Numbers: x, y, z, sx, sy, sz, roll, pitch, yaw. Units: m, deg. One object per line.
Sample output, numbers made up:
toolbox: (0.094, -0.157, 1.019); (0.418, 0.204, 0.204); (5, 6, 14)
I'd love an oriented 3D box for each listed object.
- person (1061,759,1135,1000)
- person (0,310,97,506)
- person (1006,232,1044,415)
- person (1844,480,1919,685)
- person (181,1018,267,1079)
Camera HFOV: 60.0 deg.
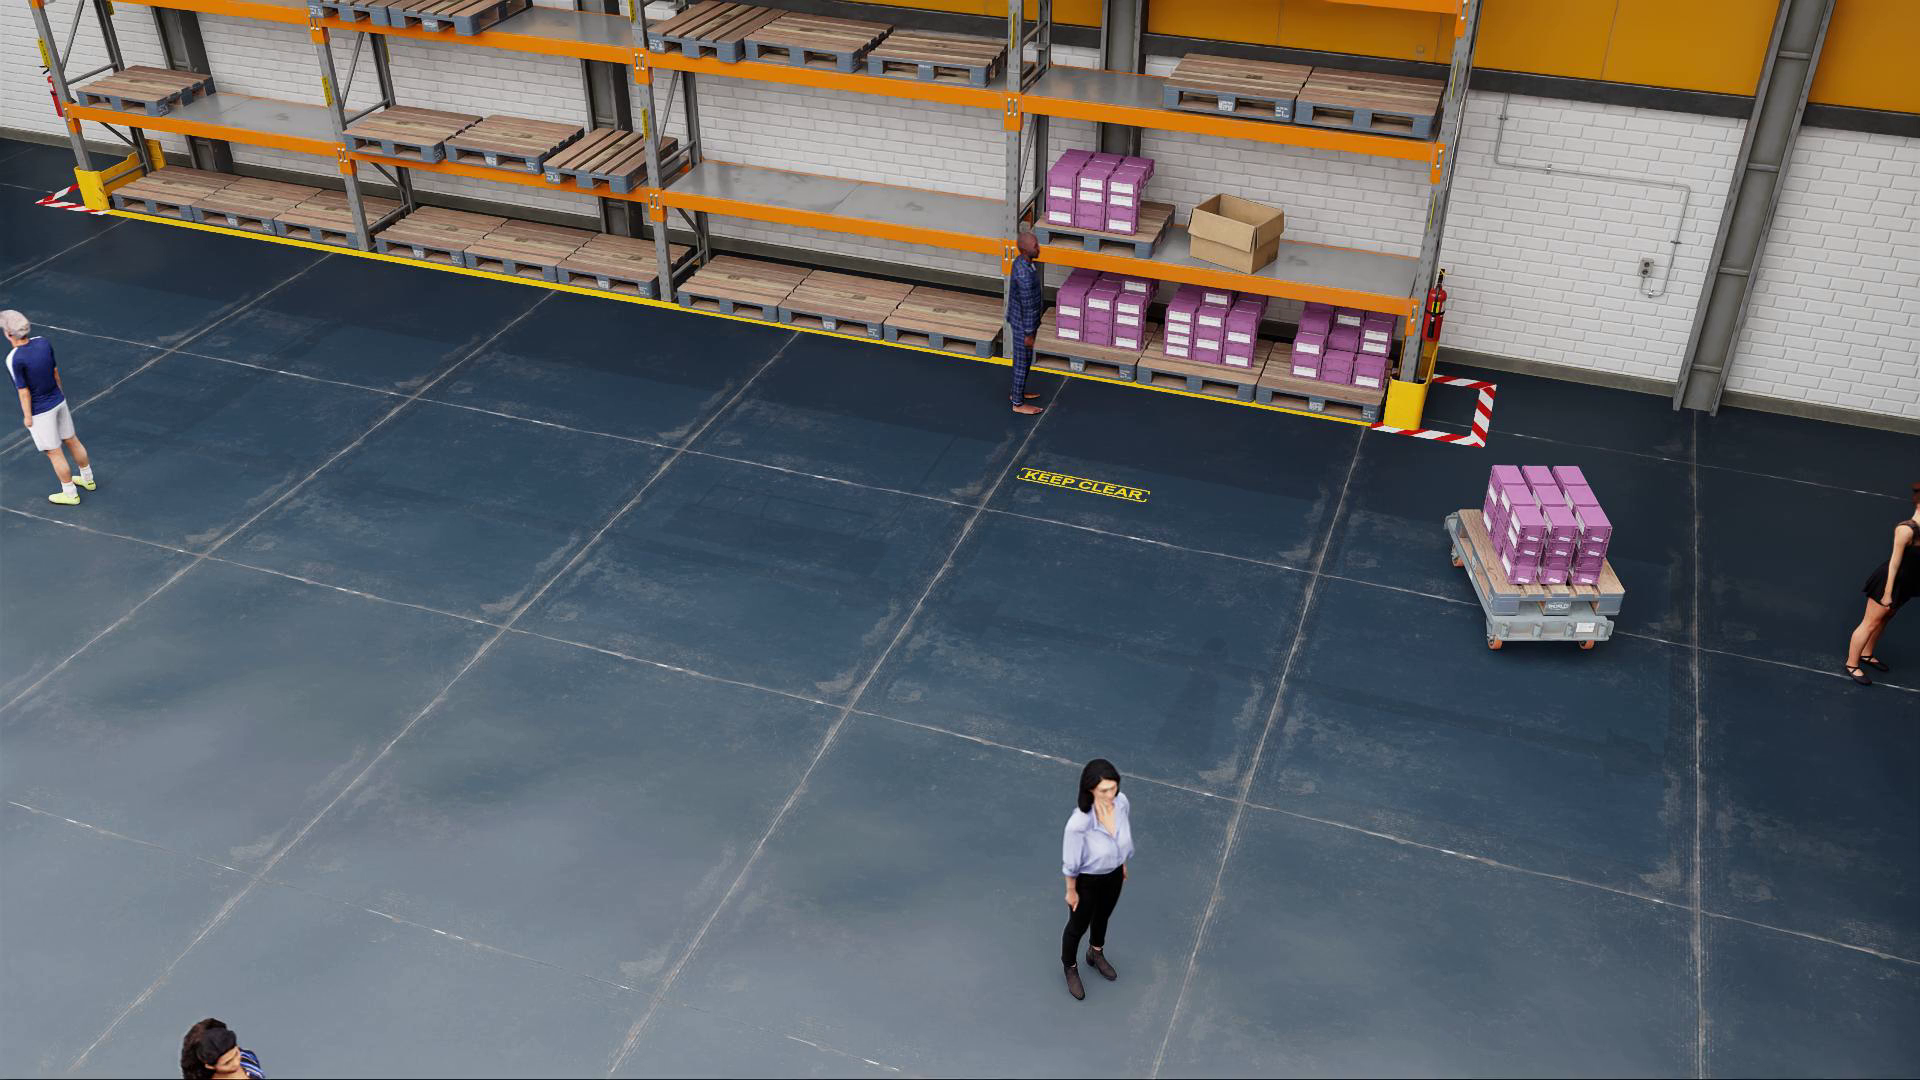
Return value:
person: (0.804, 1.993, 9.864); (0.739, 1.744, 0.751); (-22, 39, -29)
person: (-7.997, -1.172, 14.540); (0.578, 1.838, 0.656); (8, 34, 12)
person: (0.621, -2.104, 15.960); (0.720, 1.818, 0.744); (-1, 34, -1)
person: (7.020, 0.305, 12.468); (0.678, 1.673, 0.718); (-21, 39, -29)
person: (-3.605, 3.026, 8.424); (0.581, 1.618, 0.641); (7, 34, 11)
